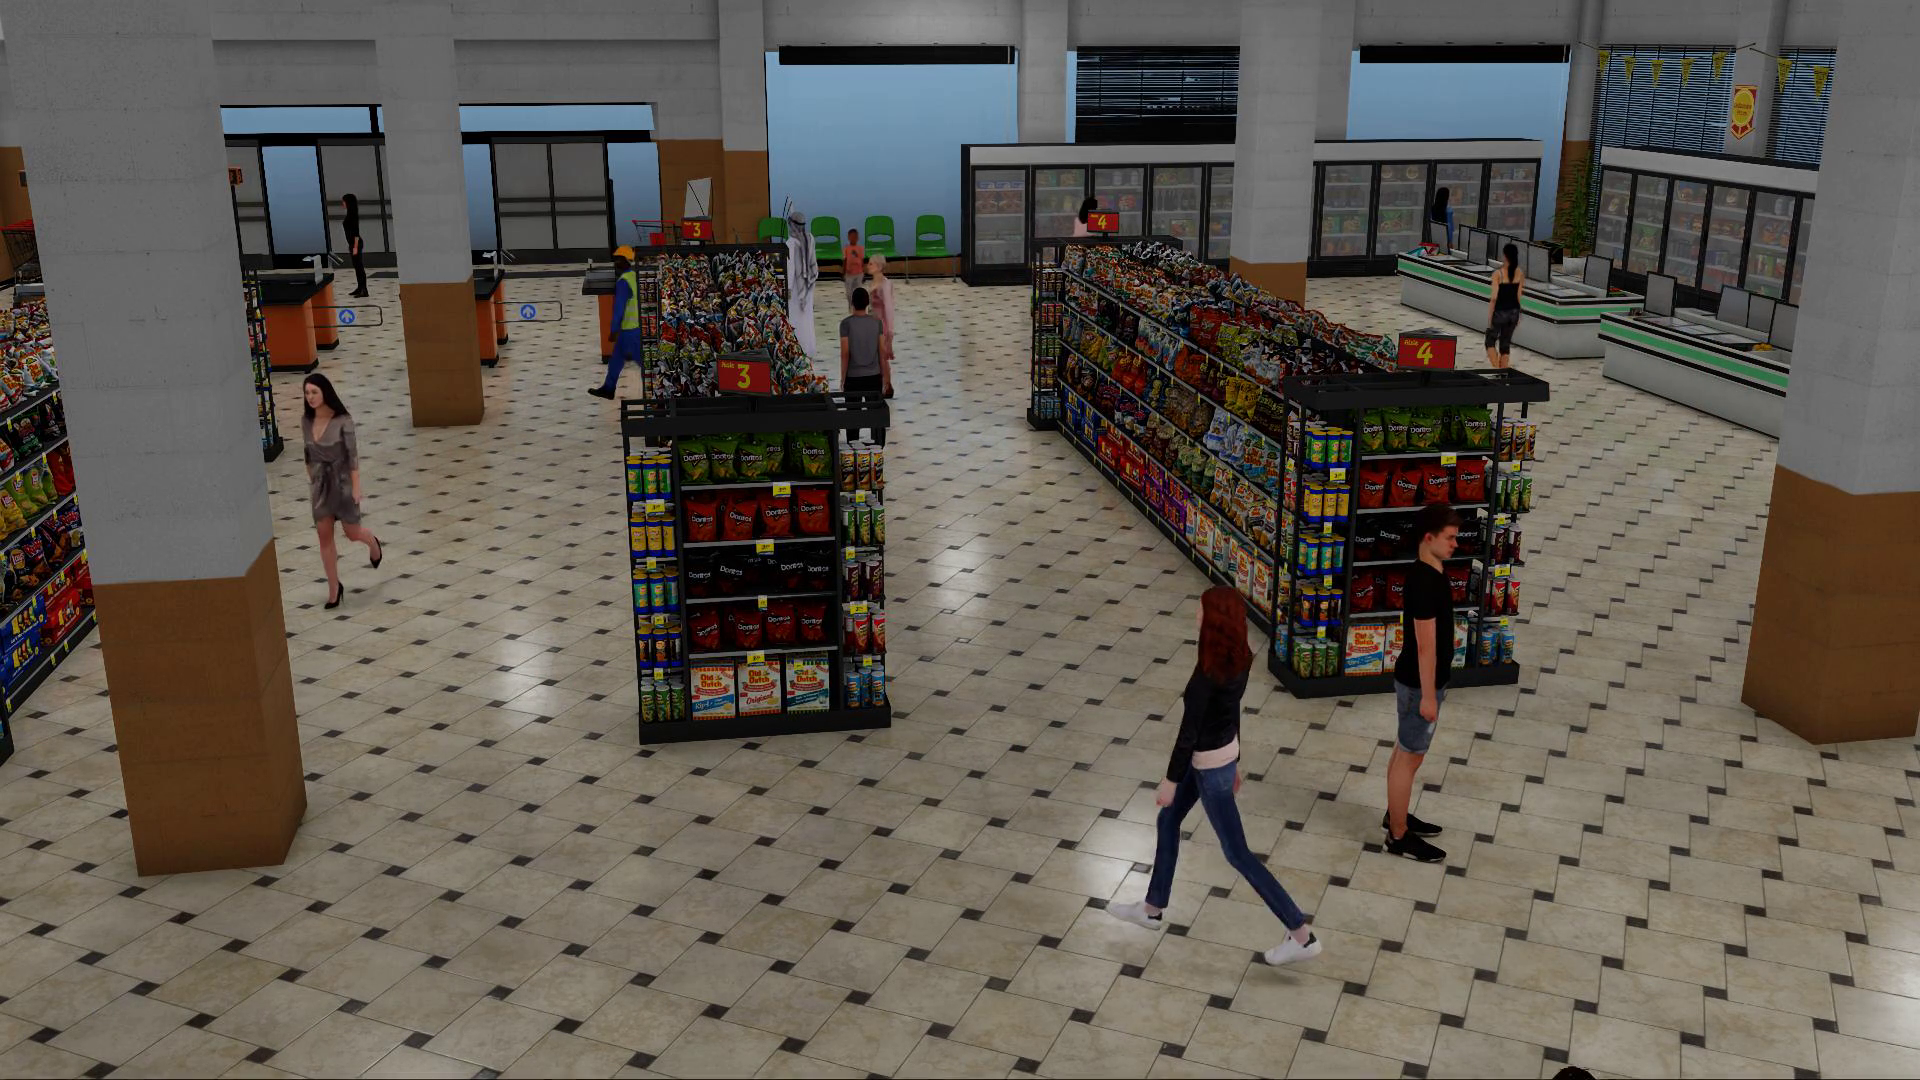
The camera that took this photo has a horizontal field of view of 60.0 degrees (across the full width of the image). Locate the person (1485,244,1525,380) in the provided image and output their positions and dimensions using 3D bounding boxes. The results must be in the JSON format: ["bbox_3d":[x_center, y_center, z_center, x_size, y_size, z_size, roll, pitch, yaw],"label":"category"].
[{"bbox_3d":[6.473,-2.616,19.656,0.585,1.719,0.622,-2,17,-6],"label":"person"}]

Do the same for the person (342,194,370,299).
[{"bbox_3d":[-9.758,-4.761,26.853,0.692,1.642,0.556,-10,20,-30],"label":"person"}]

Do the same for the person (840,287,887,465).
[{"bbox_3d":[-0.949,-1.595,16.232,0.660,1.755,0.621,-7,18,-22],"label":"person"}]

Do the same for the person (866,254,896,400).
[{"bbox_3d":[-0.848,-2.447,19.170,0.730,1.678,0.663,-7,18,-22],"label":"person"}]

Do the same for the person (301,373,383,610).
[{"bbox_3d":[-4.578,-0.387,12.291,0.803,1.733,1.034,3,17,10],"label":"person"}]

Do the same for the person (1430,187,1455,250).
[{"bbox_3d":[7.854,-4.909,27.217,0.726,1.712,0.572,-10,19,-29],"label":"person"}]

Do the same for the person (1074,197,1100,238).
[{"bbox_3d":[1.838,-4.247,24.962,0.739,1.758,0.834,16,23,42],"label":"person"}]

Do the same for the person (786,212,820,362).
[{"bbox_3d":[-2.063,-3.247,21.375,0.860,1.927,0.783,9,19,28],"label":"person"}]

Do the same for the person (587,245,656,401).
[{"bbox_3d":[-3.673,-2.410,18.885,0.903,1.772,1.189,1,17,2],"label":"person"}]

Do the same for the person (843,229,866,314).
[{"bbox_3d":[-1.586,-3.997,24.931,0.529,1.298,0.751,-1,17,-3],"label":"person"}]

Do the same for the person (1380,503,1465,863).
[{"bbox_3d":[2.342,0.705,8.502,0.802,1.846,0.659,5,17,15],"label":"person"}]

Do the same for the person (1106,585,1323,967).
[{"bbox_3d":[1.209,1.102,7.390,1.141,1.732,1.237,8,19,24],"label":"person"}]
